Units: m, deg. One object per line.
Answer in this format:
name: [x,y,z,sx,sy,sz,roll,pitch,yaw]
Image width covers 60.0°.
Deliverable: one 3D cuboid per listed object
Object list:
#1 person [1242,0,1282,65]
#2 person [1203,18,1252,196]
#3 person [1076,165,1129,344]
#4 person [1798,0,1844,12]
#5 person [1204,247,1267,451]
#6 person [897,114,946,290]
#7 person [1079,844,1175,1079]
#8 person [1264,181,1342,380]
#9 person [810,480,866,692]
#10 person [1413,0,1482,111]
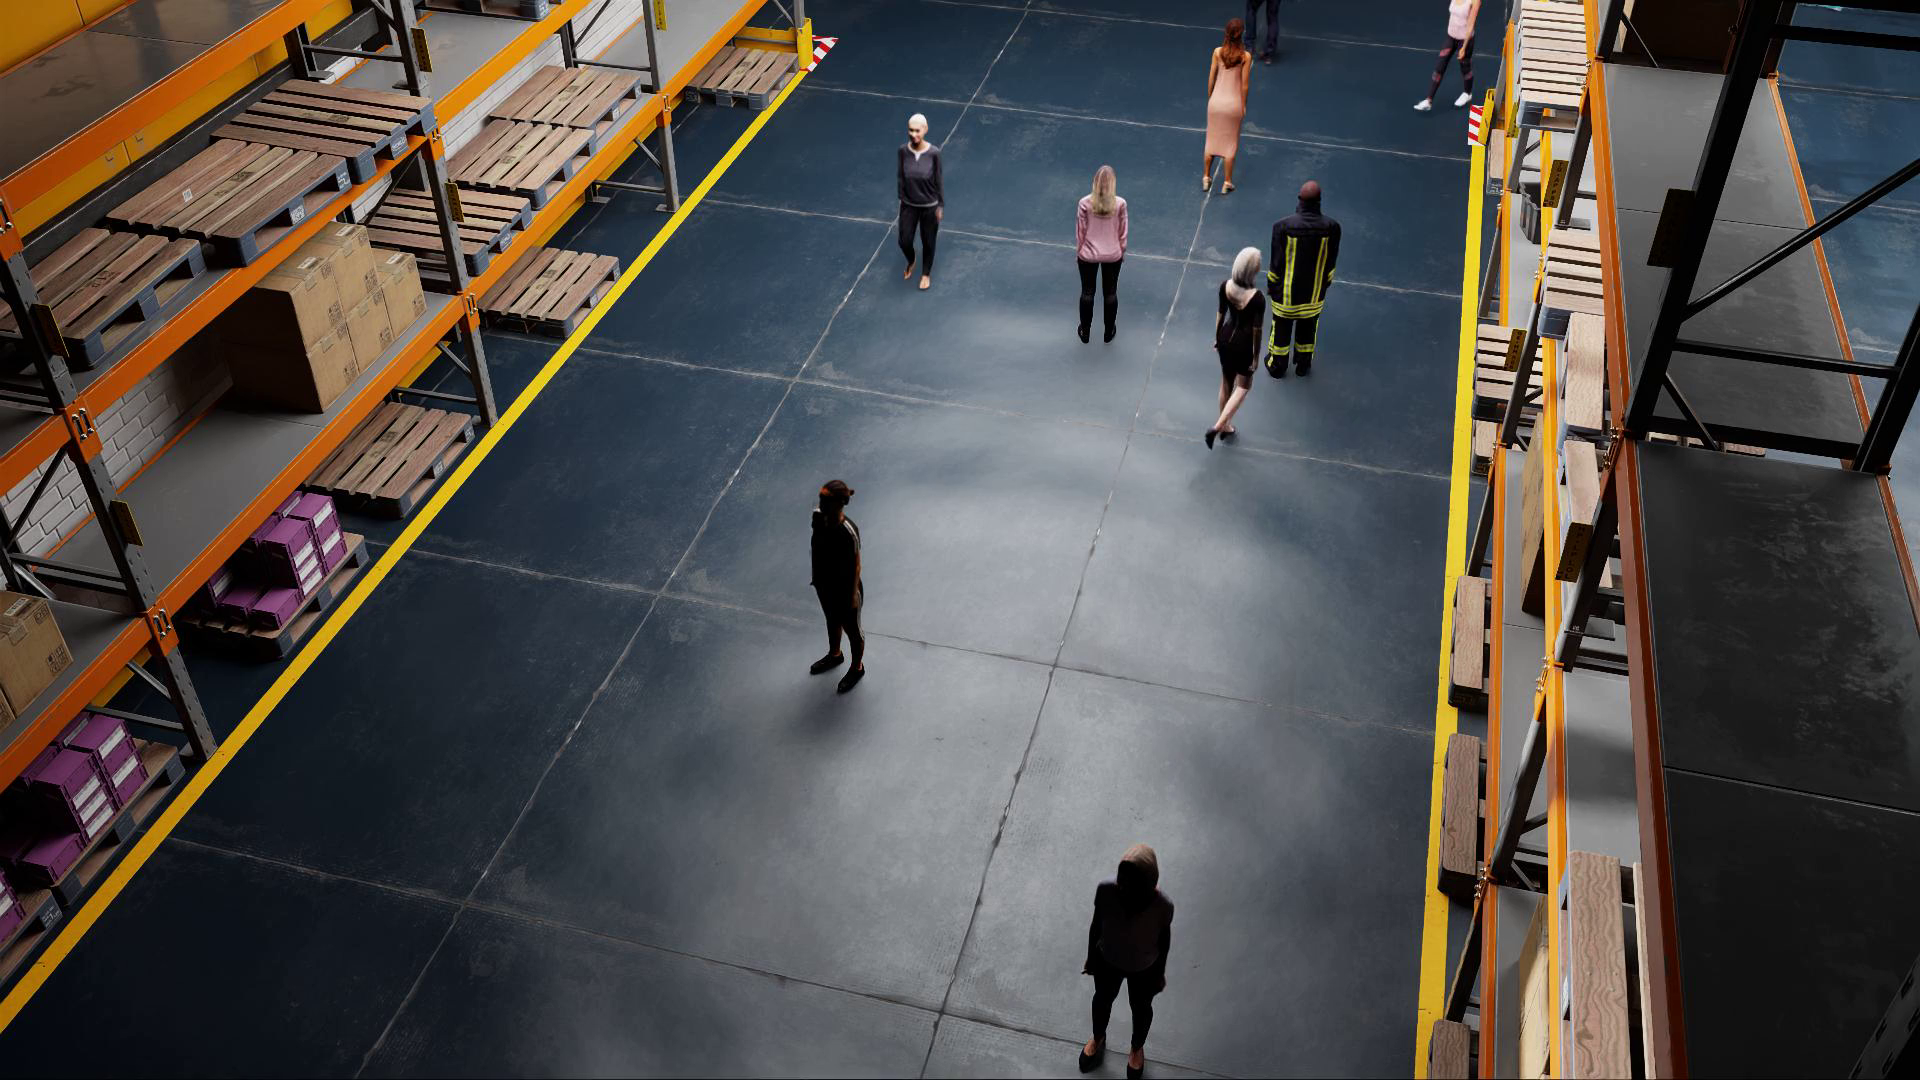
person: [3.661,-6.503,19.543,0.987,1.823,1.050,-9,40,-12]
person: [2.704,-4.410,16.916,0.610,1.831,0.564,17,42,20]
person: [1.234,-2.514,14.656,0.649,1.688,0.610,1,39,1]
person: [11.166,-7.487,20.877,0.838,1.697,0.974,22,43,25]
person: [2.157,-1.467,13.241,0.812,1.818,0.974,26,45,28]
person: [-0.349,-3.183,15.470,0.641,1.717,0.626,5,39,6]
person: [0.883,2.199,8.727,0.609,1.722,0.527,13,40,16]
person: [2.903,-2.228,14.191,0.816,1.822,0.768,0,39,0]
person: [-0.816,0.274,11.181,0.663,1.669,0.674,31,48,33]
person: [5.634,-5.578,18.560,1.119,1.604,0.996,-24,44,-27]
